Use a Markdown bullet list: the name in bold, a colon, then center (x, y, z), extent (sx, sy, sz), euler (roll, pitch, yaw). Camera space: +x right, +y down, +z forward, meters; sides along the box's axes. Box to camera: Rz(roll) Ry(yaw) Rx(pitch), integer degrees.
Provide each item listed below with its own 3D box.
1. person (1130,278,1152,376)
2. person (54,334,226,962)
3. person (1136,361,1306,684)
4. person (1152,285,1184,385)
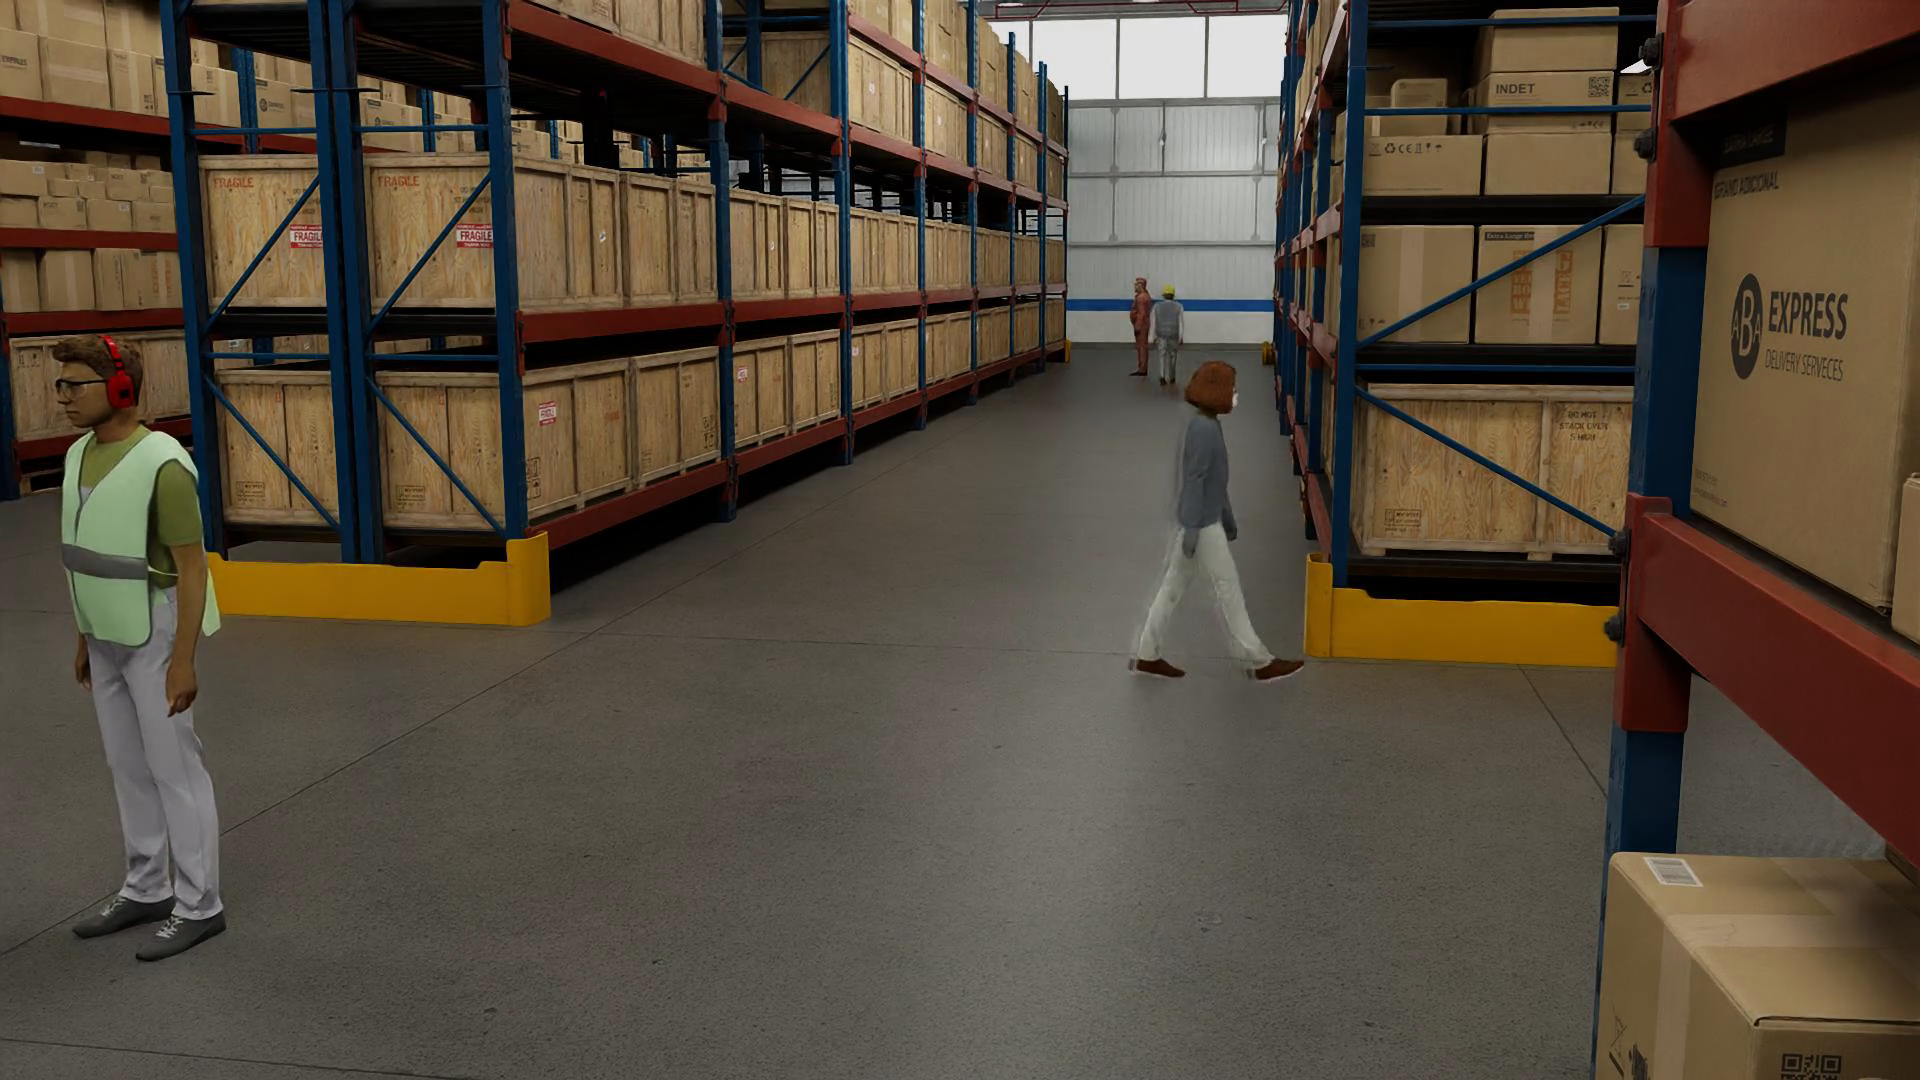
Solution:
- **person**: center (3.525, -4.172, 32.578), extent (0.407, 1.910, 0.639), euler (3, 10, 16)
- **person**: center (-2.430, 0.311, 4.952), extent (0.566, 1.844, 0.381), euler (6, 11, 34)
- **person**: center (1.261, -0.080, 8.151), extent (0.843, 1.581, 0.522), euler (1, 9, 9)
- **person**: center (3.734, -3.683, 29.925), extent (0.603, 1.788, 0.933), euler (3, 10, 16)
